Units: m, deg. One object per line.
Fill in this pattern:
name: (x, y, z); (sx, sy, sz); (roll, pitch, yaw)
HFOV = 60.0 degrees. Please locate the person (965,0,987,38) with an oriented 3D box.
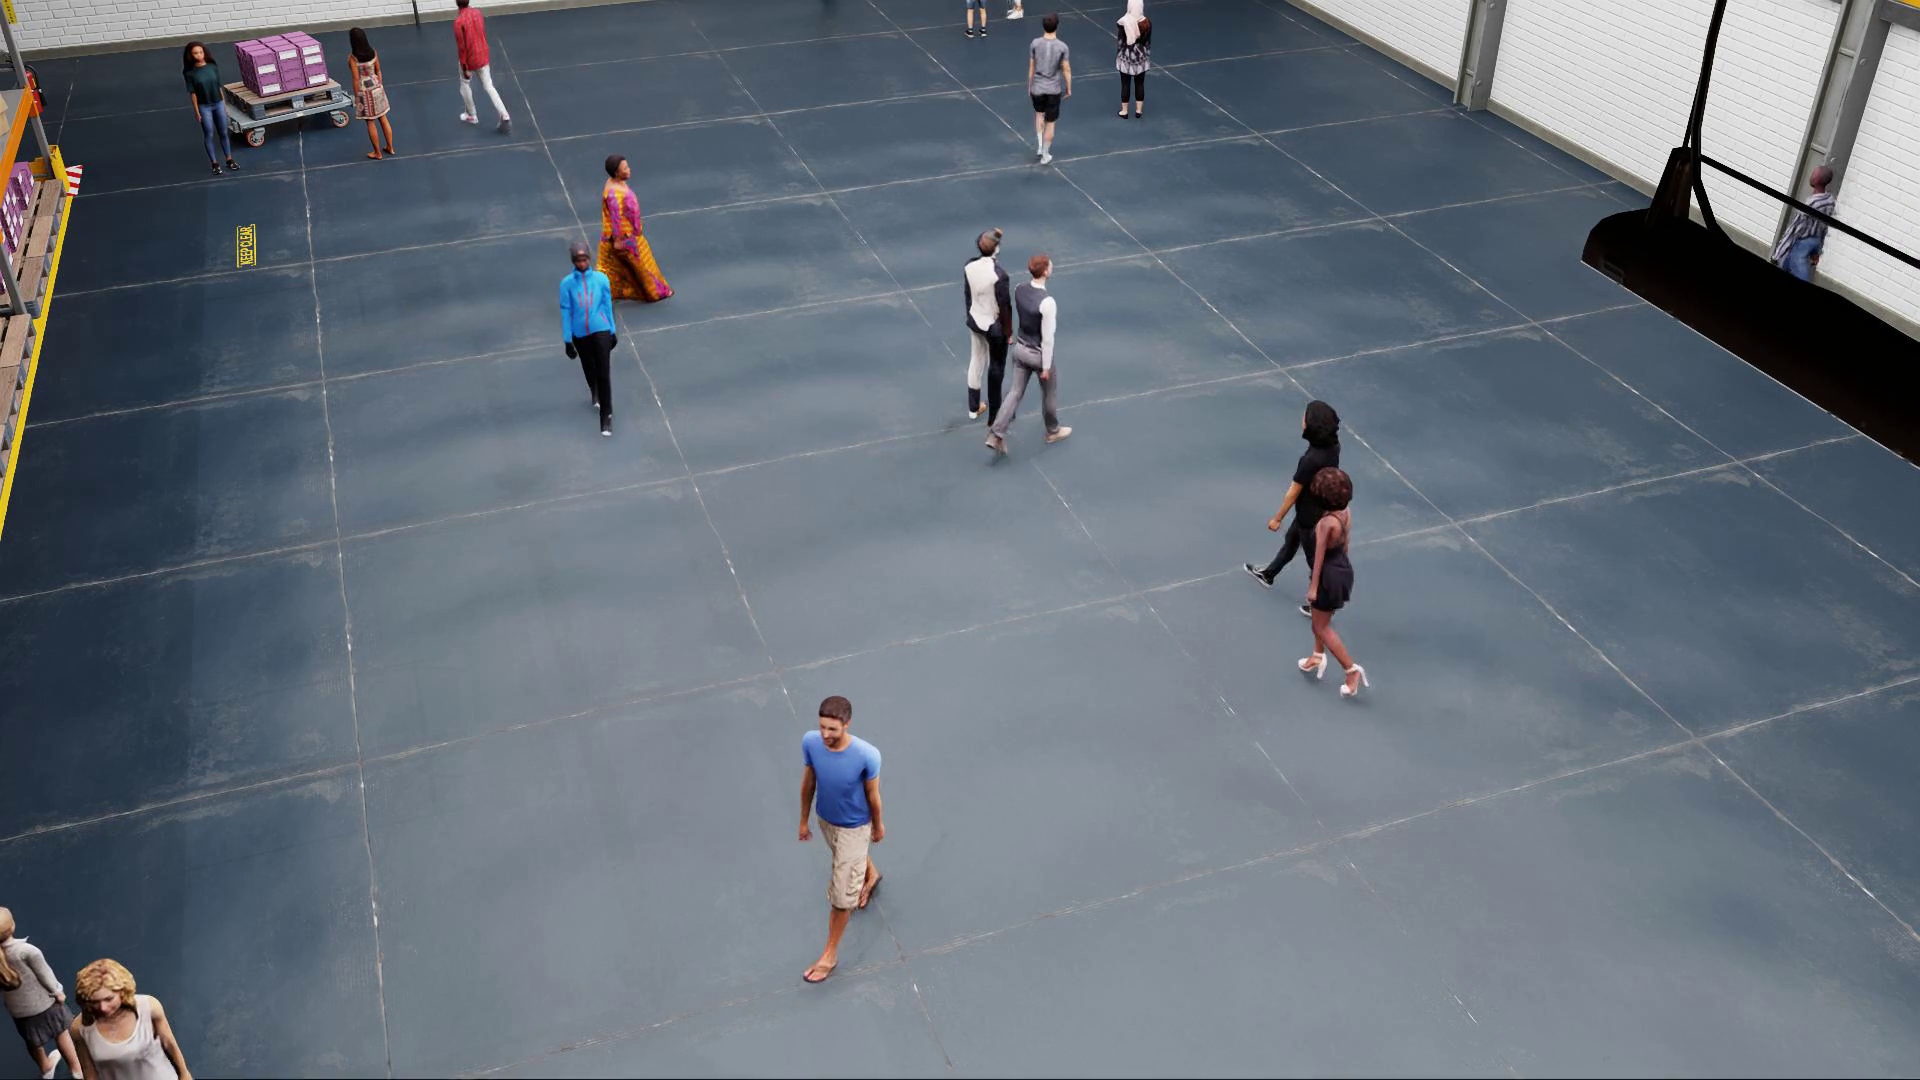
person: (0.247, -8.418, 25.322); (0.503, 1.448, 0.473); (-11, 35, -17)

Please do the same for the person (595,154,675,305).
person: (-3.586, -3.232, 17.315); (0.786, 1.675, 1.116); (-7, 34, -10)

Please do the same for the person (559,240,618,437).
person: (-3.400, -1.919, 15.276); (0.760, 1.745, 1.218); (-6, 34, -9)

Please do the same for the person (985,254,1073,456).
person: (0.576, -1.617, 14.673); (1.020, 1.910, 1.222); (-26, 42, -34)

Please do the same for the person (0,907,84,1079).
person: (-5.070, 2.489, 9.069); (0.577, 1.276, 0.607); (1, 34, 1)

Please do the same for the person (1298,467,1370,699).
person: (2.704, 0.333, 11.877); (0.975, 1.756, 0.862); (19, 38, 26)

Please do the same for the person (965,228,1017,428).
person: (0.259, -1.950, 15.191); (0.693, 1.890, 0.831); (28, 43, 35)

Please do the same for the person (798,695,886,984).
person: (-0.655, 1.618, 9.891); (1.207, 1.816, 1.247); (16, 37, 22)

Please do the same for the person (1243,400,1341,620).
person: (2.749, -0.177, 12.608); (1.156, 1.799, 1.028); (19, 38, 26)

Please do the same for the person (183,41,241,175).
person: (-9.272, -5.363, 20.574); (0.682, 1.615, 0.700); (-27, 42, -34)

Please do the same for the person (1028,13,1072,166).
person: (1.053, -5.570, 20.671); (0.824, 1.854, 0.870); (10, 35, 15)

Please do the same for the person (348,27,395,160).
person: (-7.450, -5.642, 20.968); (0.744, 1.645, 0.721); (19, 38, 27)

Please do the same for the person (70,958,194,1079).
person: (-4.144, 2.698, 8.420); (0.613, 1.646, 0.984); (-12, 35, -18)

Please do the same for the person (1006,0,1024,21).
person: (0.859, -9.077, 26.088); (0.789, 1.699, 0.675); (16, 37, 23)

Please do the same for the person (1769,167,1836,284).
person: (8.480, -2.806, 16.617); (0.873, 1.738, 1.252); (-21, 39, -28)

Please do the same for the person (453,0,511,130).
person: (-6.295, -6.278, 21.783); (1.270, 1.802, 1.046); (25, 41, 33)

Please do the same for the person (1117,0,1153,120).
person: (2.315, -6.449, 22.188); (0.677, 1.638, 0.681); (-5, 34, -7)
